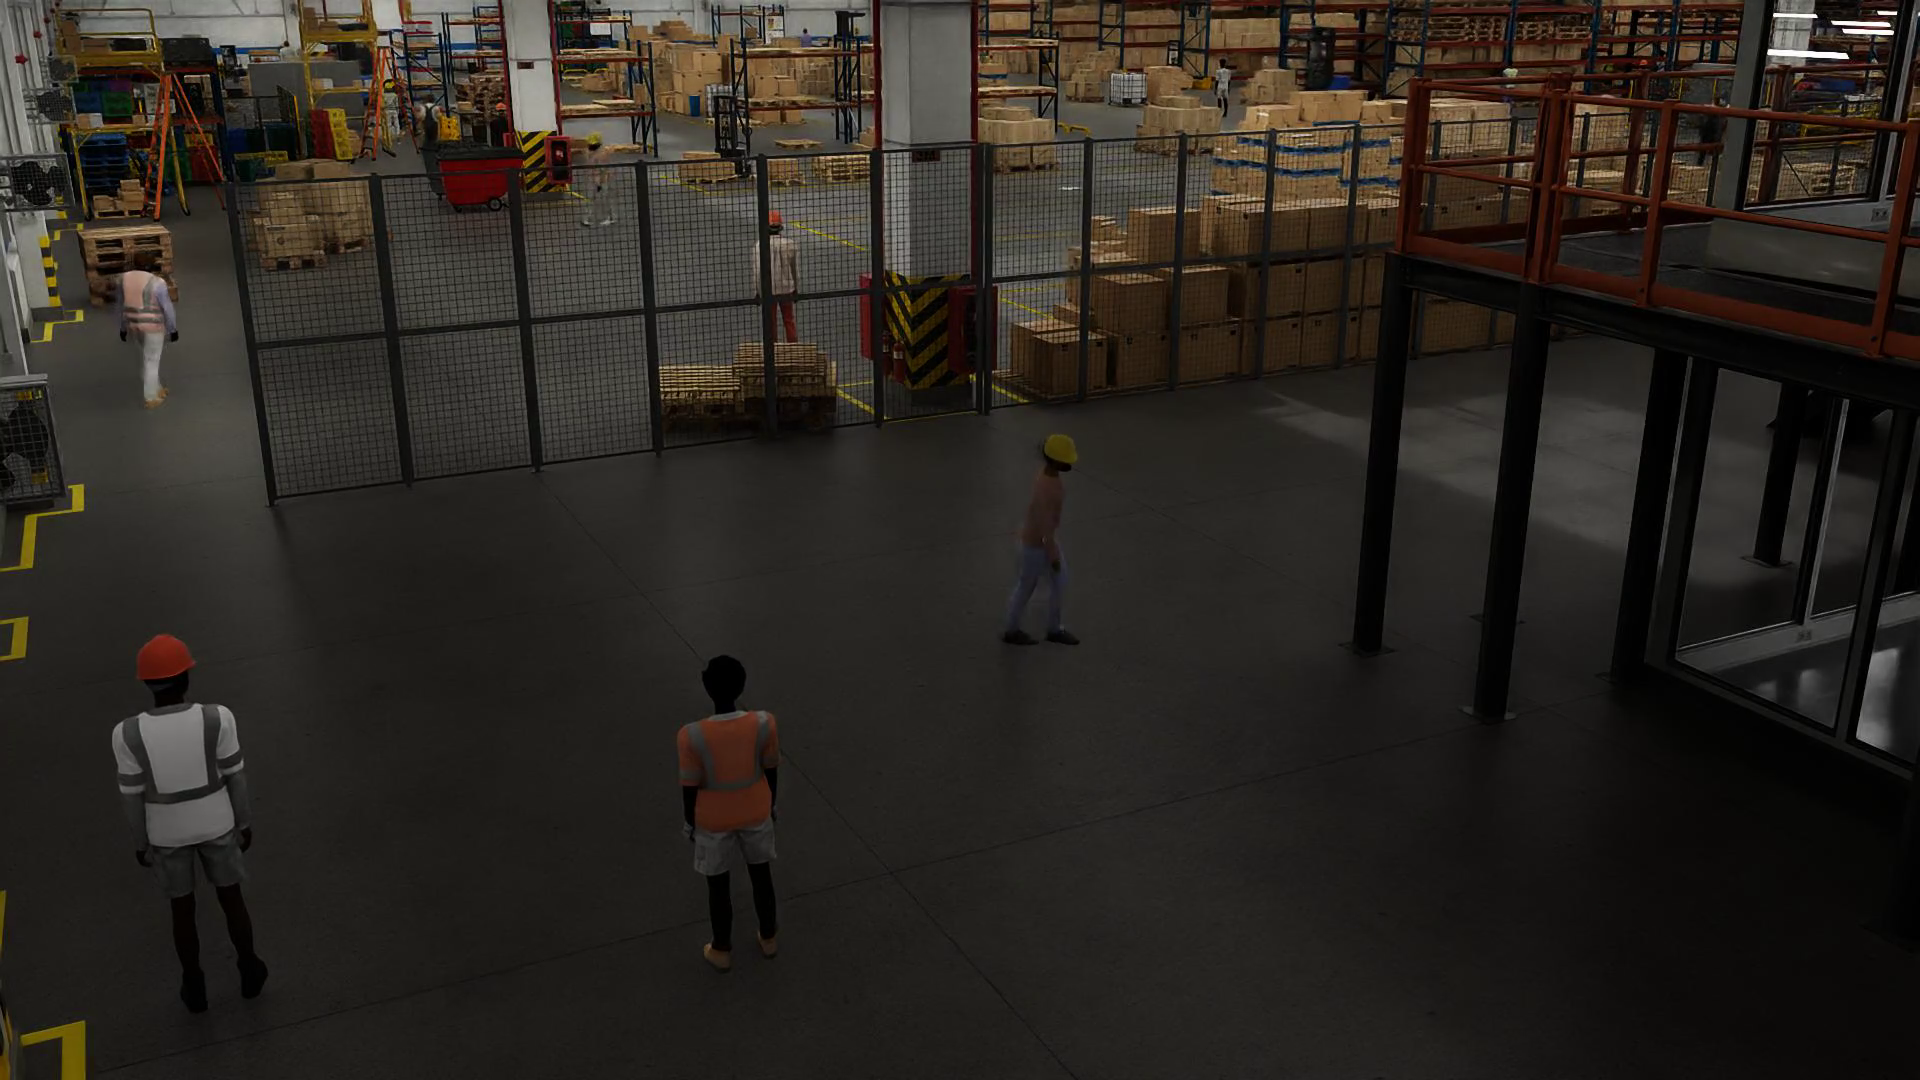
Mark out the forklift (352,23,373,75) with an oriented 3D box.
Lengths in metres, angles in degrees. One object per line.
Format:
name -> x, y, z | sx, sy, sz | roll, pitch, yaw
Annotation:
forklift -> -23.178, -18.729, 64.962 | 1.129, 2.768, 1.873 | 14, 23, 34

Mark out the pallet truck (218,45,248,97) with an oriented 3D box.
pallet truck -> -28.879, -18.665, 66.111 | 0.823, 1.965, 1.885 | -3, 19, -9

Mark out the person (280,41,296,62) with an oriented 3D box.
person -> -28.550, -20.236, 70.757 | 0.628, 1.936, 0.375 | -9, 21, -24

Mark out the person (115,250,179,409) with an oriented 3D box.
person -> -9.474, -2.487, 19.500 | 0.638, 1.806, 0.746 | 5, 20, 13

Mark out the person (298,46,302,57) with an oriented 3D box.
person -> -28.882, -21.145, 73.389 | 0.547, 1.938, 0.379 | -9, 21, -24

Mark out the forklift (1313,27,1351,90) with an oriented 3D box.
forklift -> 13.344, -17.367, 61.013 | 1.873, 2.768, 1.129 | -9, 21, -25

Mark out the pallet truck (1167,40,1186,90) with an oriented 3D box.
pallet truck -> 9.045, -19.971, 69.895 | 0.823, 1.965, 1.885 | -3, 19, -8

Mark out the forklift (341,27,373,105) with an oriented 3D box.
forklift -> -22.275, -17.346, 60.954 | 1.873, 2.768, 1.129 | -9, 21, -25

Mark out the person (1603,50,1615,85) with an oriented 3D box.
person -> 26.515, -19.165, 68.009 | 0.536, 1.699, 0.322 | -9, 21, -24

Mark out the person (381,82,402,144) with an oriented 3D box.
person -> -16.528, -12.383, 48.282 | 0.487, 1.744, 0.314 | -9, 21, -24

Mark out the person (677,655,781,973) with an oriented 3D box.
person -> -1.160, 1.390, 8.426 | 0.536, 1.696, 0.322 | -9, 21, -24

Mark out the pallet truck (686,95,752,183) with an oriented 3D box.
pallet truck -> -5.836, -9.608, 39.856 | 0.823, 1.965, 1.885 | 10, 22, 27

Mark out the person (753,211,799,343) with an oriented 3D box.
person -> -2.356, -3.202, 21.290 | 0.612, 1.994, 0.394 | -9, 21, -24

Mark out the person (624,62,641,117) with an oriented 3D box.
person -> -11.155, -15.427, 56.813 | 0.628, 1.939, 0.375 | -9, 21, -24

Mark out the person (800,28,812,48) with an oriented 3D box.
person -> -7.880, -25.136, 84.956 | 0.628, 1.939, 0.375 | -9, 21, -24

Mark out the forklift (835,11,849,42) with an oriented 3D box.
forklift -> -5.876, -25.018, 83.194 | 1.873, 2.768, 1.129 | -9, 21, -25

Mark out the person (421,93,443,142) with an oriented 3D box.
person -> -13.719, -10.687, 43.273 | 0.524, 1.798, 0.887 | 0, 19, 0

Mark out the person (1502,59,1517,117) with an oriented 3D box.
person -> 18.796, -15.478, 56.993 | 0.590, 1.917, 0.395 | -9, 21, -24

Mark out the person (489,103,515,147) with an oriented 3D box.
person -> -10.406, -8.963, 37.995 | 0.612, 1.991, 0.392 | -9, 21, -24

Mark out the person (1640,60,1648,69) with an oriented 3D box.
person -> 23.093, -15.275, 56.377 | 0.547, 1.934, 0.376 | -9, 21, -24

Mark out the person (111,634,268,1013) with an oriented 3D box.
person -> -3.747, 1.382, 8.094 | 0.547, 1.934, 0.376 | -9, 21, -24

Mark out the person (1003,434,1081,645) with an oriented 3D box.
person -> 0.628, 0.014, 12.377 | 0.691, 1.706, 0.547 | 5, 20, 15

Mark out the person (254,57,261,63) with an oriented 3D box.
person -> -24.818, -16.159, 59.020 | 0.574, 1.881, 0.358 | -9, 21, -24

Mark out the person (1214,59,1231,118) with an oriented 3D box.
person -> 8.917, -15.364, 56.591 | 0.608, 1.963, 0.370 | -9, 21, -24

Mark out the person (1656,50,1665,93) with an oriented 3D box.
person -> 28.563, -19.103, 67.827 | 0.536, 1.699, 0.322 | -9, 21, -24

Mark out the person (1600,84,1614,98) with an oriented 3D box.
person -> 17.249, -11.235, 44.665 | 0.628, 1.936, 0.375 | -9, 21, -24

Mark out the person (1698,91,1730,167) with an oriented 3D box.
person -> 18.960, -10.294, 41.779 | 0.700, 2.000, 0.638 | 6, 20, 16

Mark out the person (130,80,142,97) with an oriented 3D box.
person -> -25.397, -13.309, 51.151 | 0.522, 1.628, 0.377 | -9, 21, -25

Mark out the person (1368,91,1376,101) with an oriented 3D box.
person -> 11.201, -11.393, 45.482 | 0.536, 1.696, 0.322 | -9, 21, -24

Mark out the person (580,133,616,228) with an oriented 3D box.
person -> -7.216, -7.098, 32.798 | 0.659, 1.851, 0.975 | 13, 23, 32
